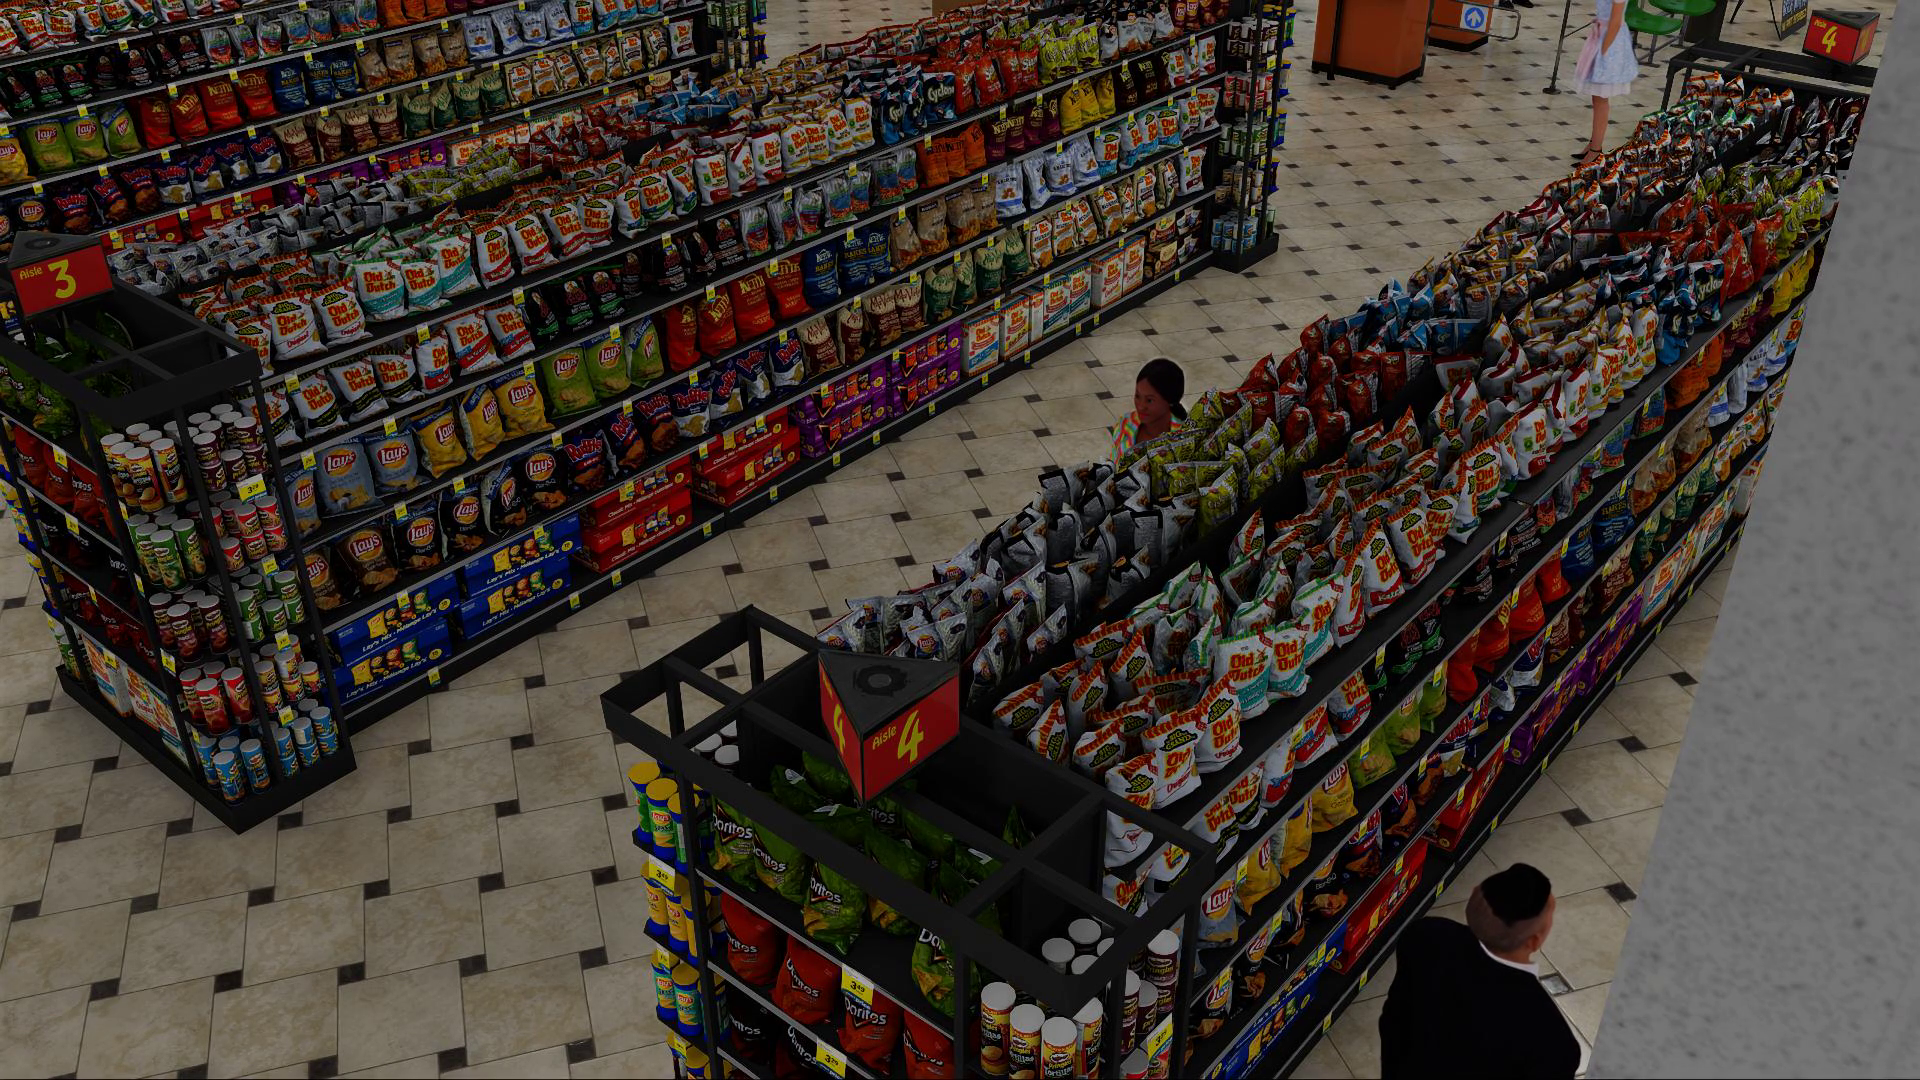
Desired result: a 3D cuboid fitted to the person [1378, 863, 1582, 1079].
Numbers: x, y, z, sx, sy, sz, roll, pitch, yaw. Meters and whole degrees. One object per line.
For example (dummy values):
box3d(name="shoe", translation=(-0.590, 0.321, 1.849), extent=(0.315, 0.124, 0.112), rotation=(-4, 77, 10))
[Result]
box3d(name="person", translation=(1.312, 1.555, 4.398), extent=(0.679, 1.950, 0.767), rotation=(-21, 37, -30))

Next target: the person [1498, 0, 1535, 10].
box3d(name="person", translation=(6.023, -6.589, 17.609), extent=(0.686, 1.820, 0.810), rotation=(-11, 34, -17))

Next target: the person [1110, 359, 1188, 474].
box3d(name="person", translation=(0.791, 0.057, 6.954), extent=(0.624, 1.792, 0.570), rotation=(18, 36, 27))

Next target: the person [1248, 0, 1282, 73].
box3d(name="person", translation=(2.863, -5.137, 15.403), extent=(0.737, 1.685, 0.579), rotation=(12, 34, 18))

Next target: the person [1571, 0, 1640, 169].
box3d(name="person", translation=(5.144, -3.869, 13.243), extent=(0.865, 1.815, 0.780), rotation=(11, 33, 17))
